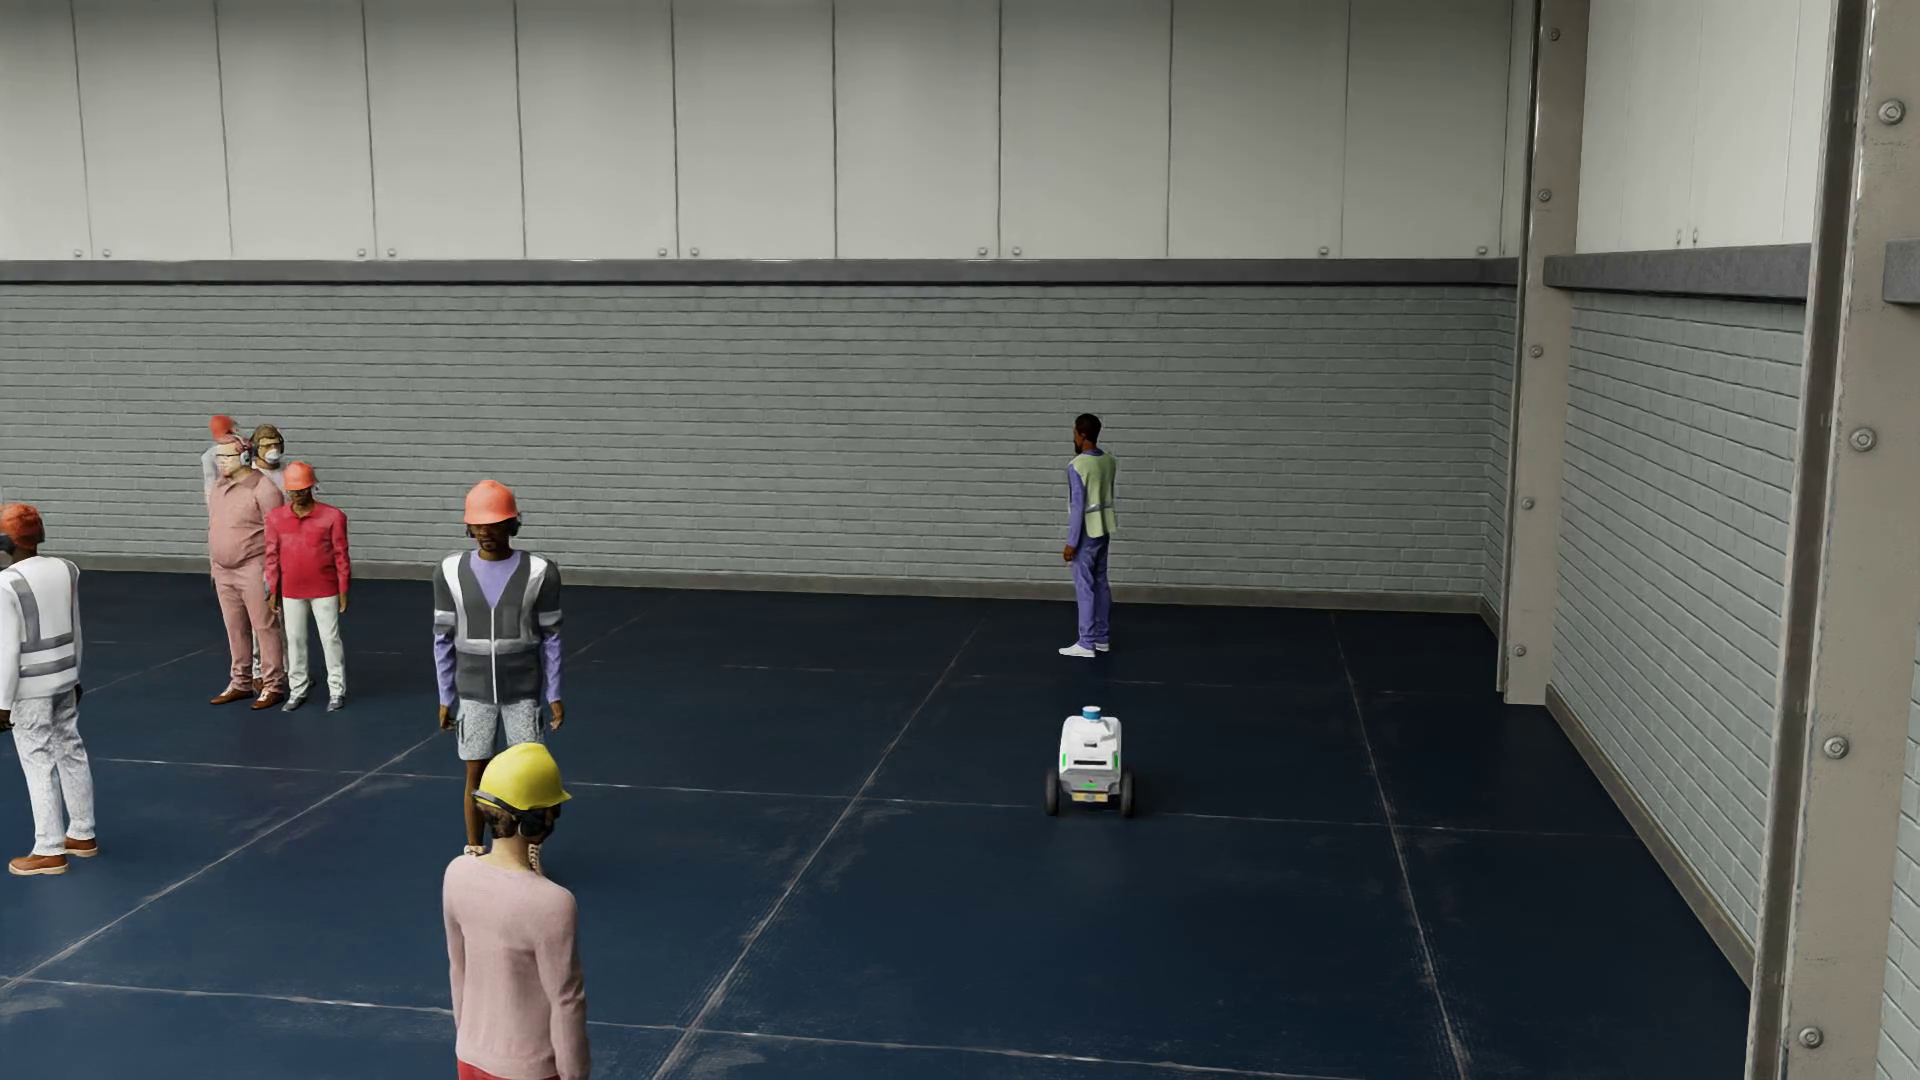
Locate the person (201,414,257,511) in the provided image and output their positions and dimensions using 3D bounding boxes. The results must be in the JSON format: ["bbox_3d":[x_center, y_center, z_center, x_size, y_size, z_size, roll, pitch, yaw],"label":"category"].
[{"bbox_3d":[-6.794,-0.341,15.622,0.424,1.707,0.615,8,12,40],"label":"person"}]

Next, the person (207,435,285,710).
[{"bbox_3d":[-4.981,0.221,11.549,0.645,1.908,0.408,4,10,24],"label":"person"}]

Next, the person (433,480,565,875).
[{"bbox_3d":[-2.221,0.722,8.033,0.606,2.045,0.389,-1,9,-8],"label":"person"}]

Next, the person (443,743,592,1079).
[{"bbox_3d":[-1.193,1.423,4.590,0.528,1.759,0.337,7,11,36],"label":"person"}]

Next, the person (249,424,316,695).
[{"bbox_3d":[-4.951,0.132,12.000,0.372,1.940,0.630,7,12,38],"label":"person"}]

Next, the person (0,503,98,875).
[{"bbox_3d":[-4.643,0.745,8.386,0.346,1.881,0.578,2,9,10],"label":"person"}]

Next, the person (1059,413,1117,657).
[{"bbox_3d":[1.022,-0.037,13.098,0.372,1.917,0.600,6,11,34],"label":"person"}]

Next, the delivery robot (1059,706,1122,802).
[{"bbox_3d":[0.747,1.188,9.437,0.477,0.478,0.707,1,9,6],"label":"delivery robot"}]

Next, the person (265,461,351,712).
[{"bbox_3d":[-4.482,0.323,11.426,0.571,1.743,0.352,0,9,-2],"label":"person"}]
